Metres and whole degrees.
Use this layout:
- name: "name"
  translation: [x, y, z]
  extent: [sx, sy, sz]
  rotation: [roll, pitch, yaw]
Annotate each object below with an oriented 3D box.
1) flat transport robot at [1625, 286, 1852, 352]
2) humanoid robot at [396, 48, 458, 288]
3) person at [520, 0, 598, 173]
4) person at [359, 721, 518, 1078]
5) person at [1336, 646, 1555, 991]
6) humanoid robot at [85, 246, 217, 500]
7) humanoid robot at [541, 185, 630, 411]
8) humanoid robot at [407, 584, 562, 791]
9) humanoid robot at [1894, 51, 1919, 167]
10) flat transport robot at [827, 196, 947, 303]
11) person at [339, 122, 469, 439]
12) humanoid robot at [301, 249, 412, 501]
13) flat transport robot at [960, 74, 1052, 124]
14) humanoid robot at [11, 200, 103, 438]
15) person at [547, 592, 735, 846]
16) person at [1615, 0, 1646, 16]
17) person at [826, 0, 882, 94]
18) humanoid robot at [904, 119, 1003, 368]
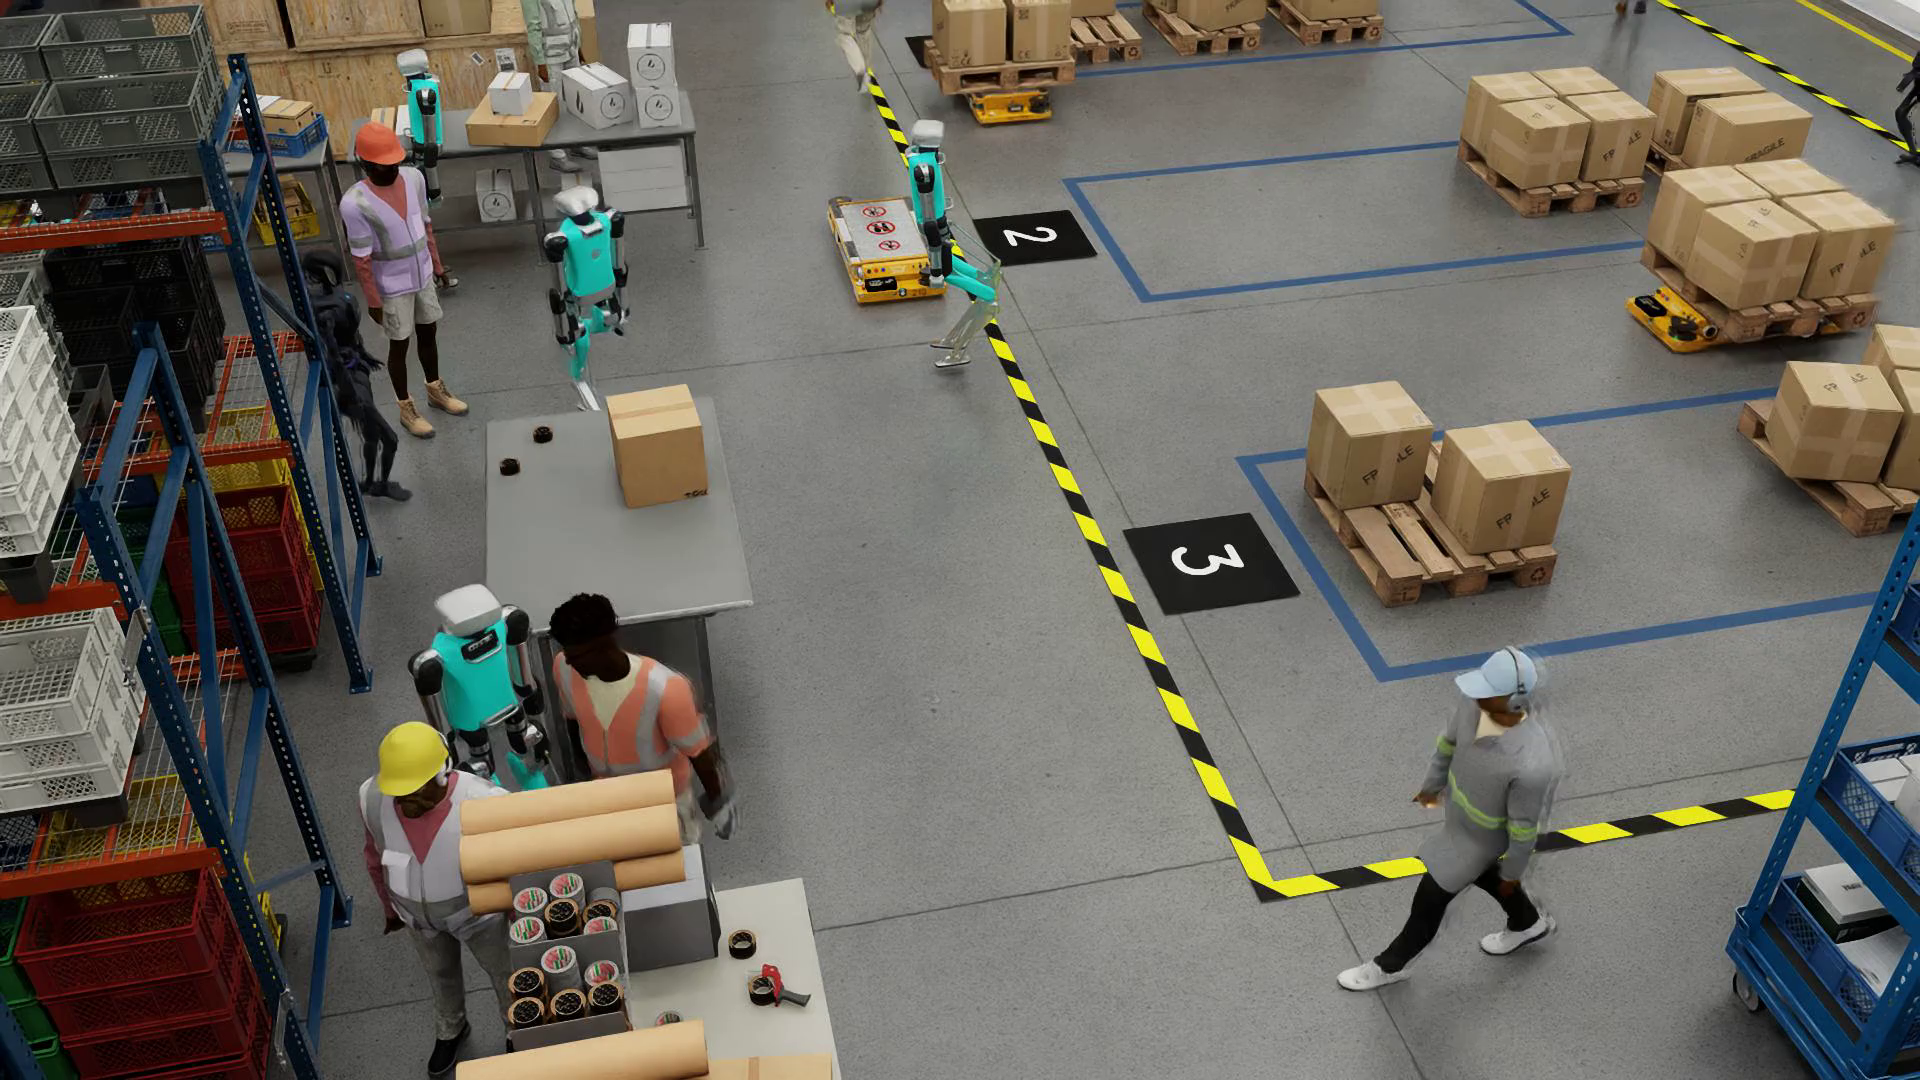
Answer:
- name: "flat transport robot"
  translation: [5.530, -1.645, 11.741]
  extent: [1.431, 0.197, 0.652]
  rotation: [-8, 37, -10]
- name: "humanoid robot"
  translation: [-3.907, -2.562, 11.654]
  extent: [0.735, 1.677, 0.533]
  rotation: [-13, 39, -17]
- name: "person"
  translation: [-3.251, -3.957, 13.478]
  extent: [0.407, 1.940, 0.602]
  rotation: [15, 39, 20]
- name: "person"
  translation: [-1.945, 1.392, 6.371]
  extent: [0.588, 1.834, 0.404]
  rotation: [2, 37, 3]
- name: "person"
  translation: [2.120, 1.126, 6.750]
  extent: [0.946, 1.810, 0.602]
  rotation: [-5, 37, -7]
- name: "humanoid robot"
  translation: [-4.822, -0.922, 9.615]
  extent: [0.599, 1.638, 0.402]
  rotation: [-7, 37, -9]
- name: "humanoid robot"
  translation: [-2.345, -1.385, 10.192]
  extent: [0.541, 1.780, 0.887]
  rotation: [-31, 46, -34]
- name: "humanoid robot"
  translation: [-1.815, 1.048, 6.962]
  extent: [0.654, 1.853, 0.544]
  rotation: [27, 44, 31]
- name: "humanoid robot"
  translation: [7.975, -3.847, 13.540]
  extent: [0.600, 1.644, 0.338]
  rotation: [-14, 39, -18]
- name: "flat transport robot"
  translation: [-0.570, -2.220, 12.538]
  extent: [0.659, 0.231, 1.431]
  rotation: [-8, 37, -10]
- name: "person"
  translation: [-3.395, -1.599, 10.219]
  extent: [0.390, 2.040, 0.613]
  rotation: [20, 41, 25]
- name: "humanoid robot"
  translation: [-3.486, -0.968, 9.681]
  extent: [0.424, 1.648, 0.611]
  rotation: [-6, 37, -8]
- name: "flat transport robot"
  translation: [0.338, -4.165, 15.128]
  extent: [0.652, 0.197, 1.431]
  rotation: [-8, 37, -10]
- name: "humanoid robot"
  translation: [-5.436, -1.403, 10.096]
  extent: [0.735, 1.677, 0.533]
  rotation: [29, 45, 33]
- name: "person"
  translation: [-1.271, 0.992, 6.827]
  extent: [0.756, 1.944, 0.392]
  rotation: [12, 38, 15]
- name: "person"
  translation: [6.772, -6.090, 16.393]
  extent: [0.600, 1.874, 0.456]
  rotation: [8, 37, 11]
- name: "person"
  translation: [-0.906, -4.845, 14.820]
  extent: [0.566, 1.748, 0.659]
  rotation: [-15, 39, -19]
- name: "humanoid robot"
  translation: [0.021, -1.910, 10.780]
  extent: [0.735, 1.674, 0.533]
  rotation: [-2, 37, -2]
